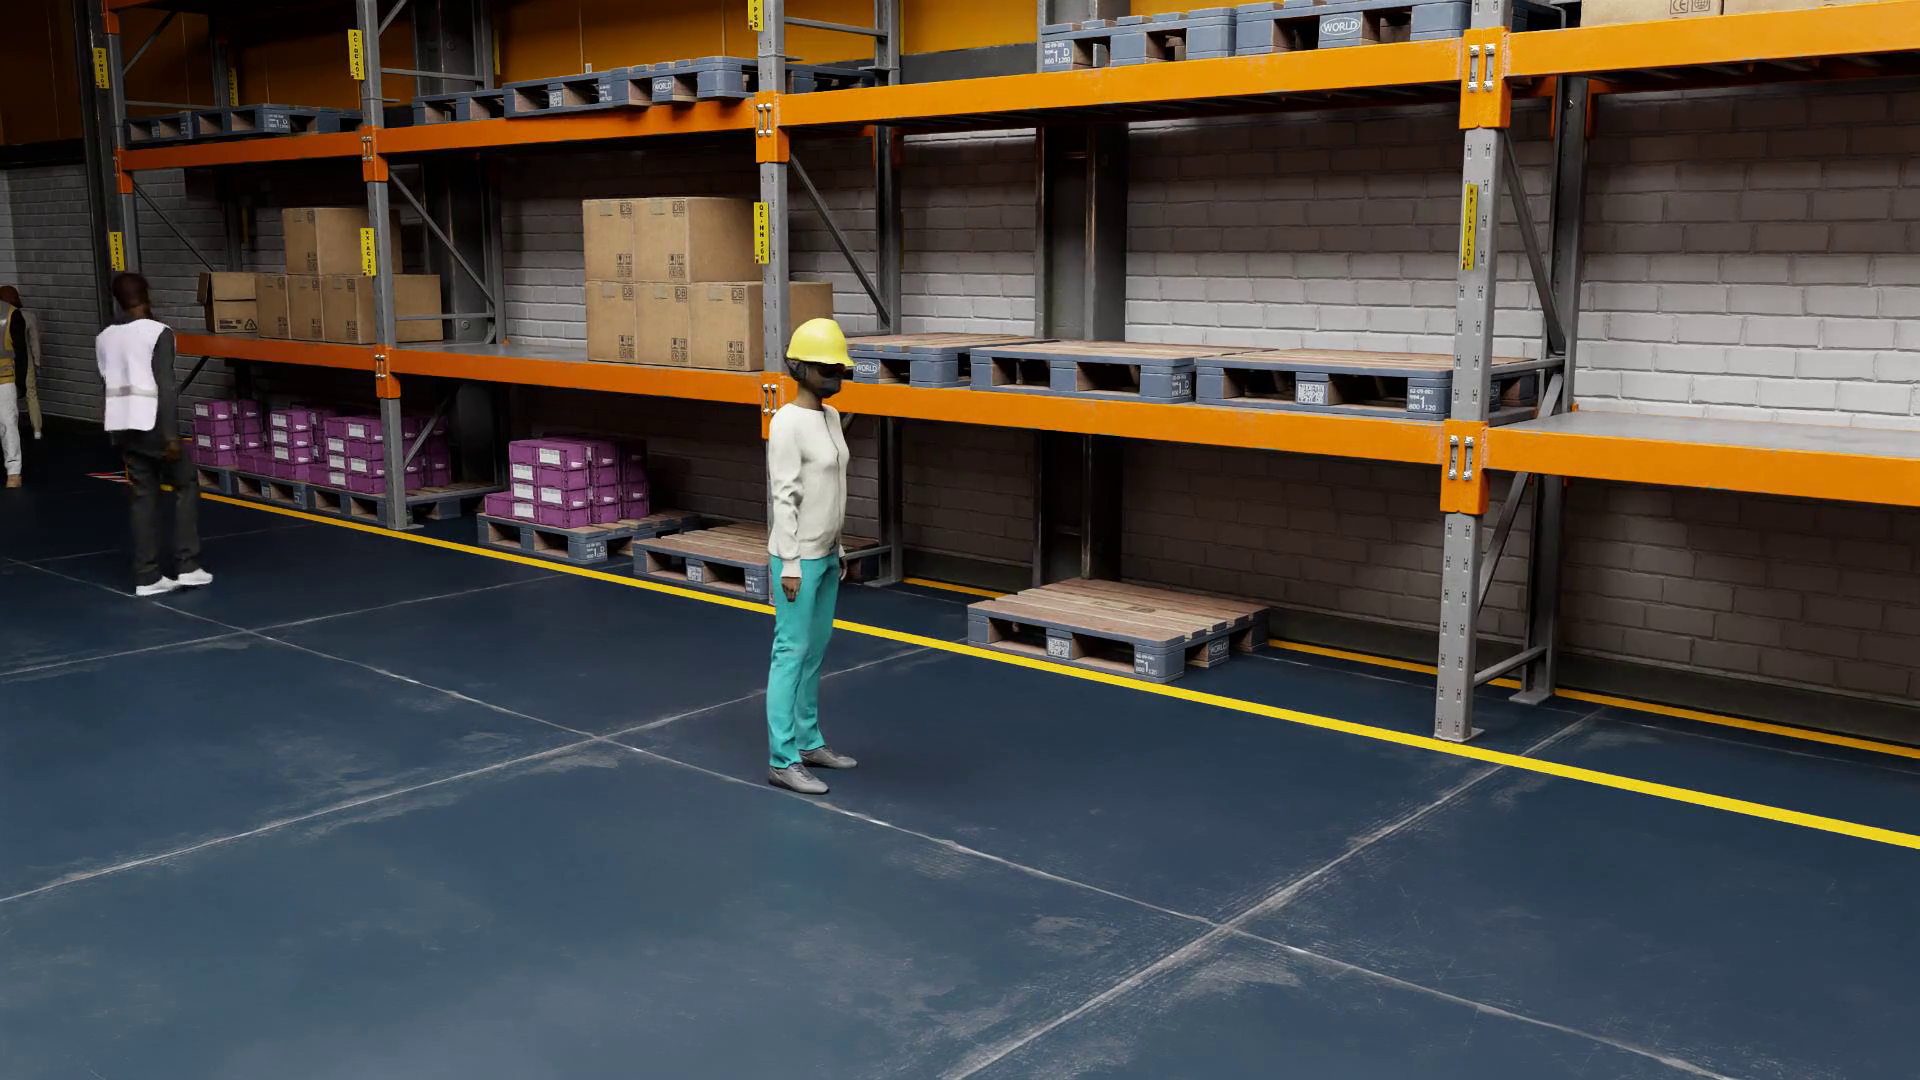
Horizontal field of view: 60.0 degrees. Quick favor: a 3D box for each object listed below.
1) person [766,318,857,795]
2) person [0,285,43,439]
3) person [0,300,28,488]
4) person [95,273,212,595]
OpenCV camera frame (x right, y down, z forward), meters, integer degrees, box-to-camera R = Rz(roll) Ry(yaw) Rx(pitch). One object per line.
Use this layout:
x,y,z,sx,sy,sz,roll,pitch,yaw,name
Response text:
-0.542,0.055,6.253,0.328,1.765,0.532,3,10,17,person
-9.962,-1.860,17.527,0.502,1.632,0.277,-8,13,-39,person
-8.193,-1.345,14.008,0.624,1.845,0.430,-2,10,-14,person
-4.793,-0.621,9.783,0.647,1.872,0.466,3,11,19,person
